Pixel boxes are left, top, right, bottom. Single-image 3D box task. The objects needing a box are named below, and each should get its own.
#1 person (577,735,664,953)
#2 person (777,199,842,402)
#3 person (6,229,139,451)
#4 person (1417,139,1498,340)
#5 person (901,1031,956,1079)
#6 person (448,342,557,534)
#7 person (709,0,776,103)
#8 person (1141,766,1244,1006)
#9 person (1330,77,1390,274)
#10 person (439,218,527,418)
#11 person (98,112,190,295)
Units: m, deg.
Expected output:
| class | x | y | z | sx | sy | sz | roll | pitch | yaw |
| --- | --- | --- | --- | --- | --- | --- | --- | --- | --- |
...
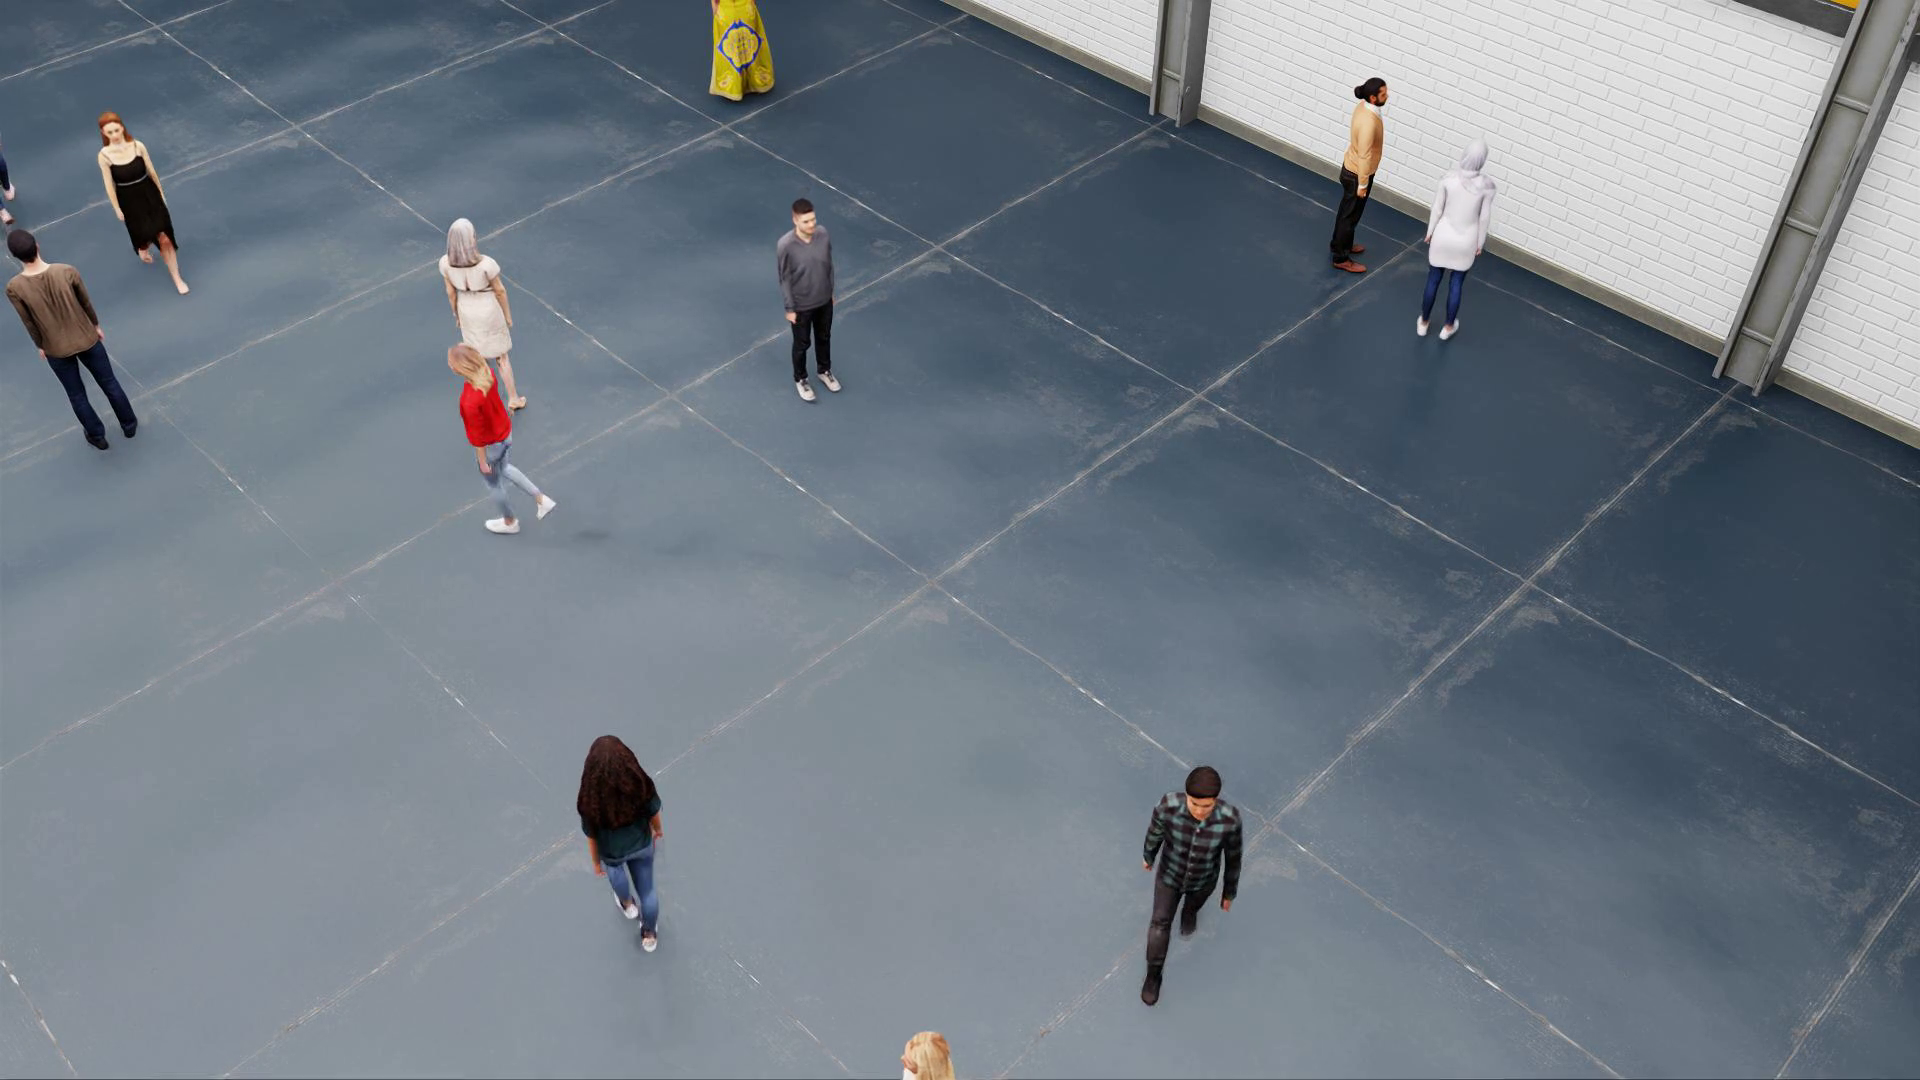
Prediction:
| class | x | y | z | sx | sy | sz | roll | pitch | yaw |
| --- | --- | --- | --- | --- | --- | --- | --- | --- | --- |
| person | -1.828 | 1.735 | 9.165 | 0.750 | 1.599 | 0.832 | -14 | 45 | -14 |
| person | -1.163 | -1.878 | 12.841 | 0.644 | 1.760 | 0.580 | -26 | 49 | -25 |
| person | -6.607 | -1.485 | 12.336 | 0.679 | 1.889 | 0.616 | -27 | 50 | -26 |
| person | 3.979 | -2.410 | 13.389 | 0.612 | 1.775 | 0.751 | 16 | 46 | 16 |
| person | -0.055 | 2.809 | 7.907 | 1.151 | 1.781 | 1.065 | 1 | 44 | 1 |
| person | -3.194 | -0.681 | 11.632 | 0.924 | 1.695 | 0.847 | 5 | 44 | 6 |
| person | -2.203 | -5.120 | 16.318 | 0.967 | 1.658 | 0.940 | -18 | 46 | -18 |
| person | 1.287 | 1.732 | 9.199 | 1.115 | 1.692 | 1.088 | 8 | 44 | 8 |
| person | 3.397 | -3.131 | 14.161 | 0.788 | 1.755 | 0.754 | 5 | 44 | 5 |
| person | -3.626 | -1.674 | 12.645 | 0.680 | 1.736 | 0.743 | 1 | 44 | 1 |
| person | -6.924 | -2.875 | 13.999 | 0.641 | 1.607 | 0.968 | -29 | 51 | -27 |
